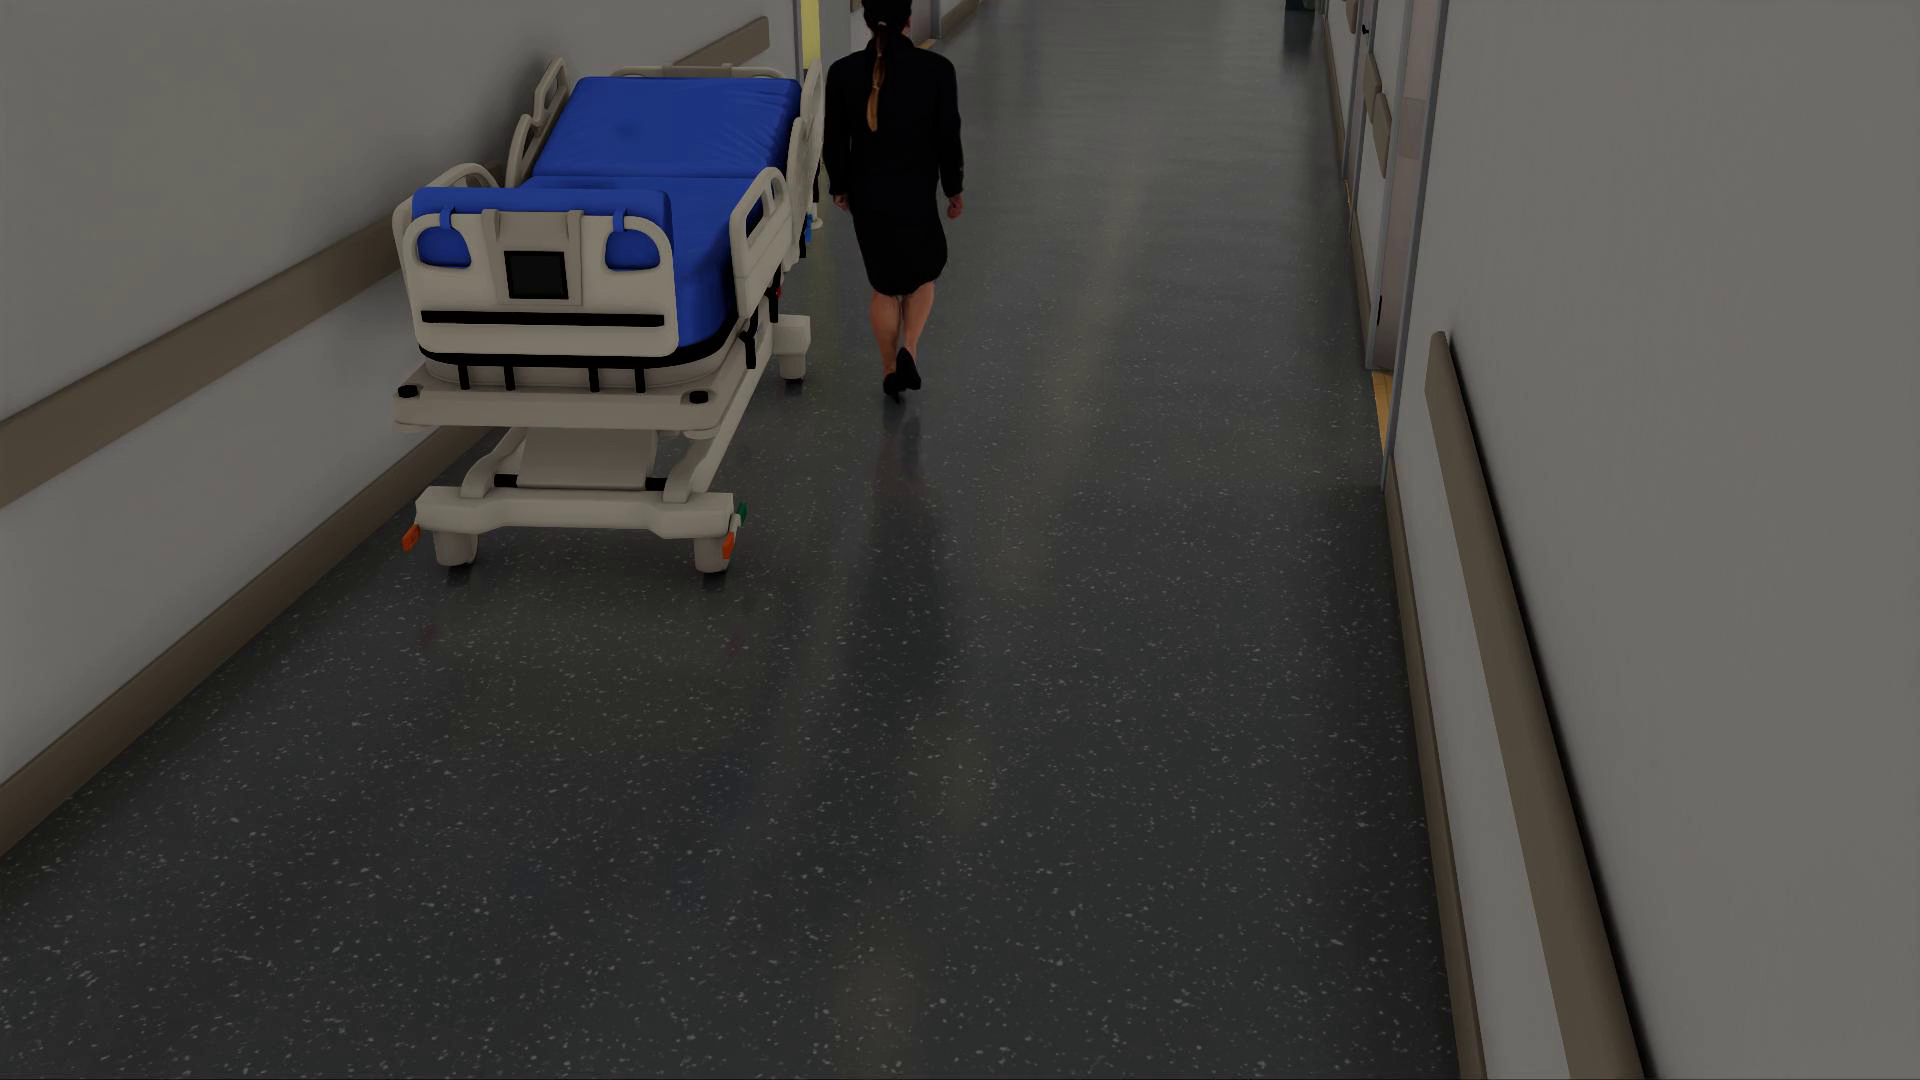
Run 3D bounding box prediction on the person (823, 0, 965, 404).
[{"bbox_3d":[-0.265,-1.303,6.486,0.612,1.666,0.792,3,26,6],"label":"person"}]
